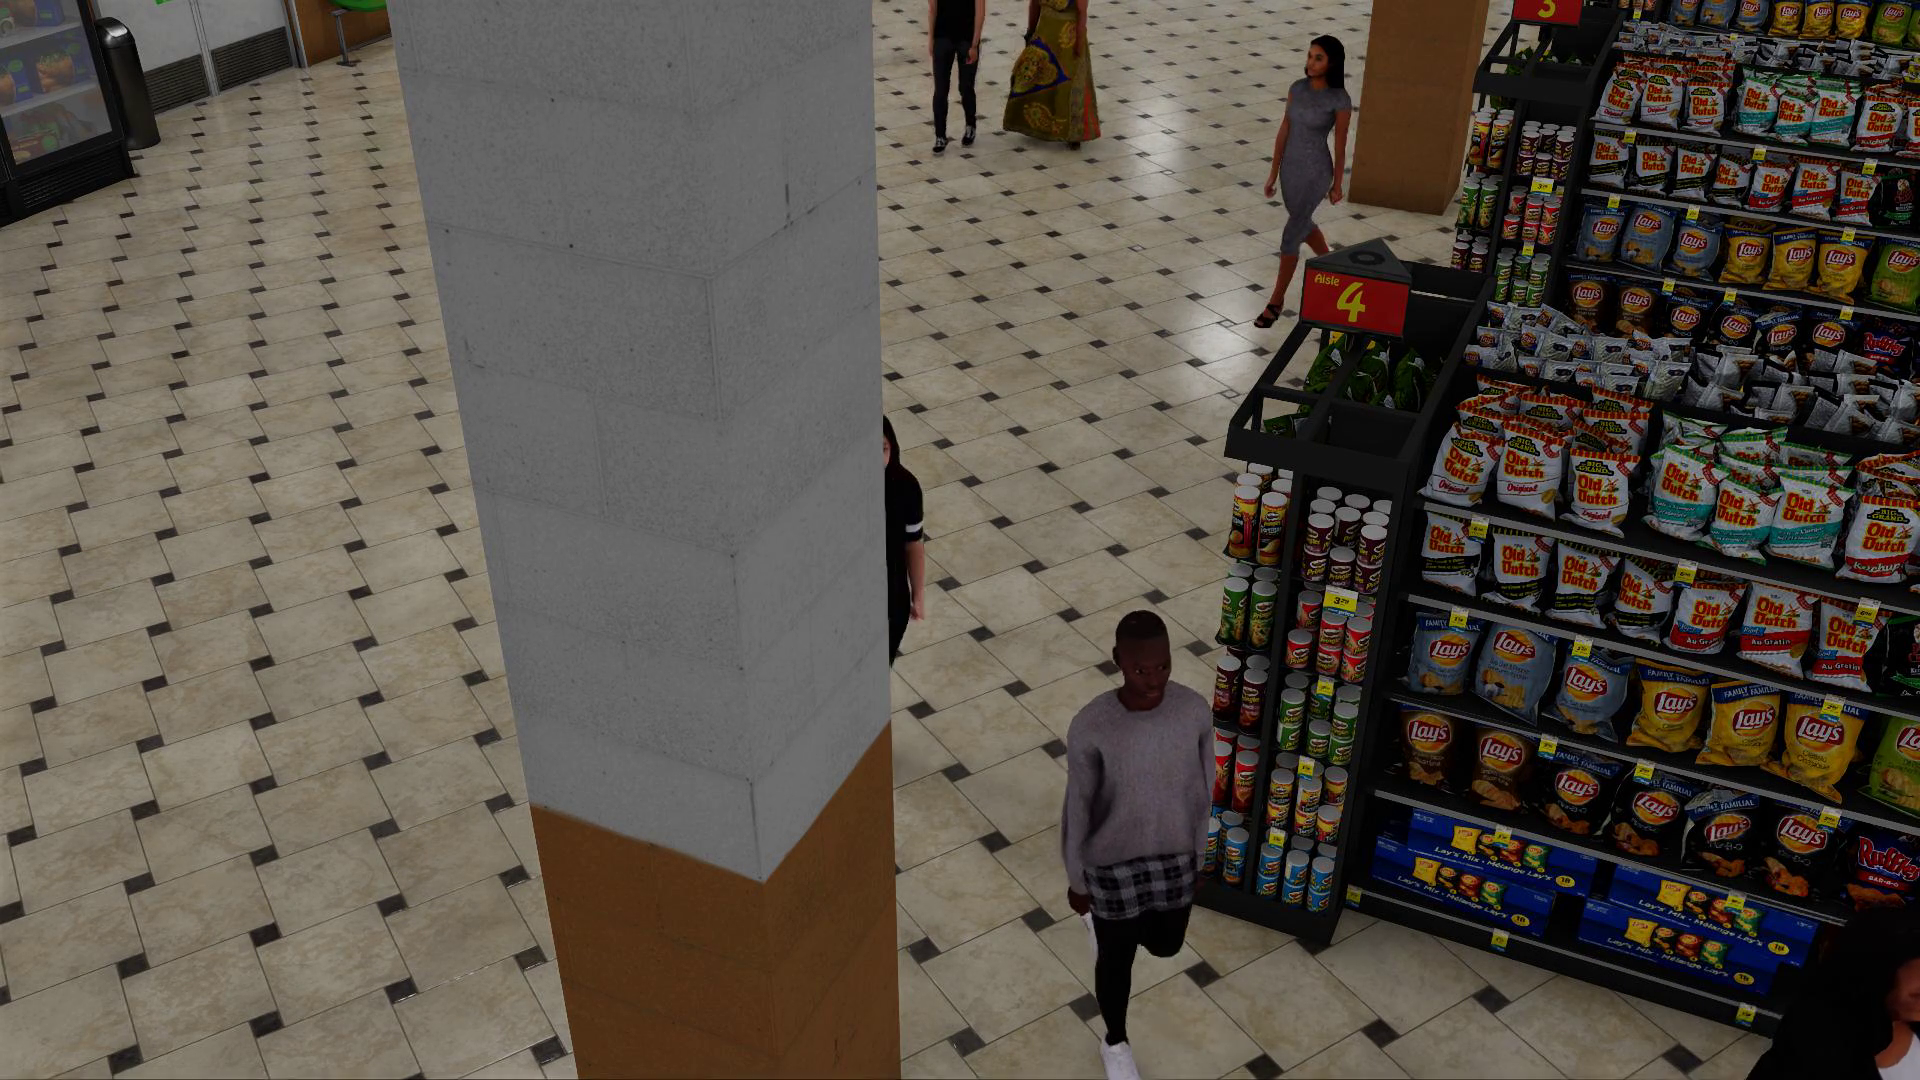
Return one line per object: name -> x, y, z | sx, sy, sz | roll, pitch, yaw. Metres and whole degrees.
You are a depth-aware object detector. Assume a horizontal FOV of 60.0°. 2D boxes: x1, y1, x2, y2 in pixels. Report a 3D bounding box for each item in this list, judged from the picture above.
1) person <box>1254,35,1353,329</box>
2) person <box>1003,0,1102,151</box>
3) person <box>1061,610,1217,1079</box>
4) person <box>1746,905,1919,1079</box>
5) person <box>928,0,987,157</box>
person -> 2.171, -2.195, 10.173 | 0.961, 1.742, 1.121 | -24, 39, -33
person -> 0.772, -3.905, 13.008 | 0.729, 1.650, 1.022 | 13, 34, 20
person -> 0.516, 0.924, 5.147 | 0.956, 1.756, 0.992 | -8, 33, -13
person -> 2.122, 1.526, 4.346 | 1.167, 1.581, 0.816 | 23, 39, 32
person -> 0.004, -3.901, 12.845 | 0.799, 1.816, 0.784 | 8, 33, 13
